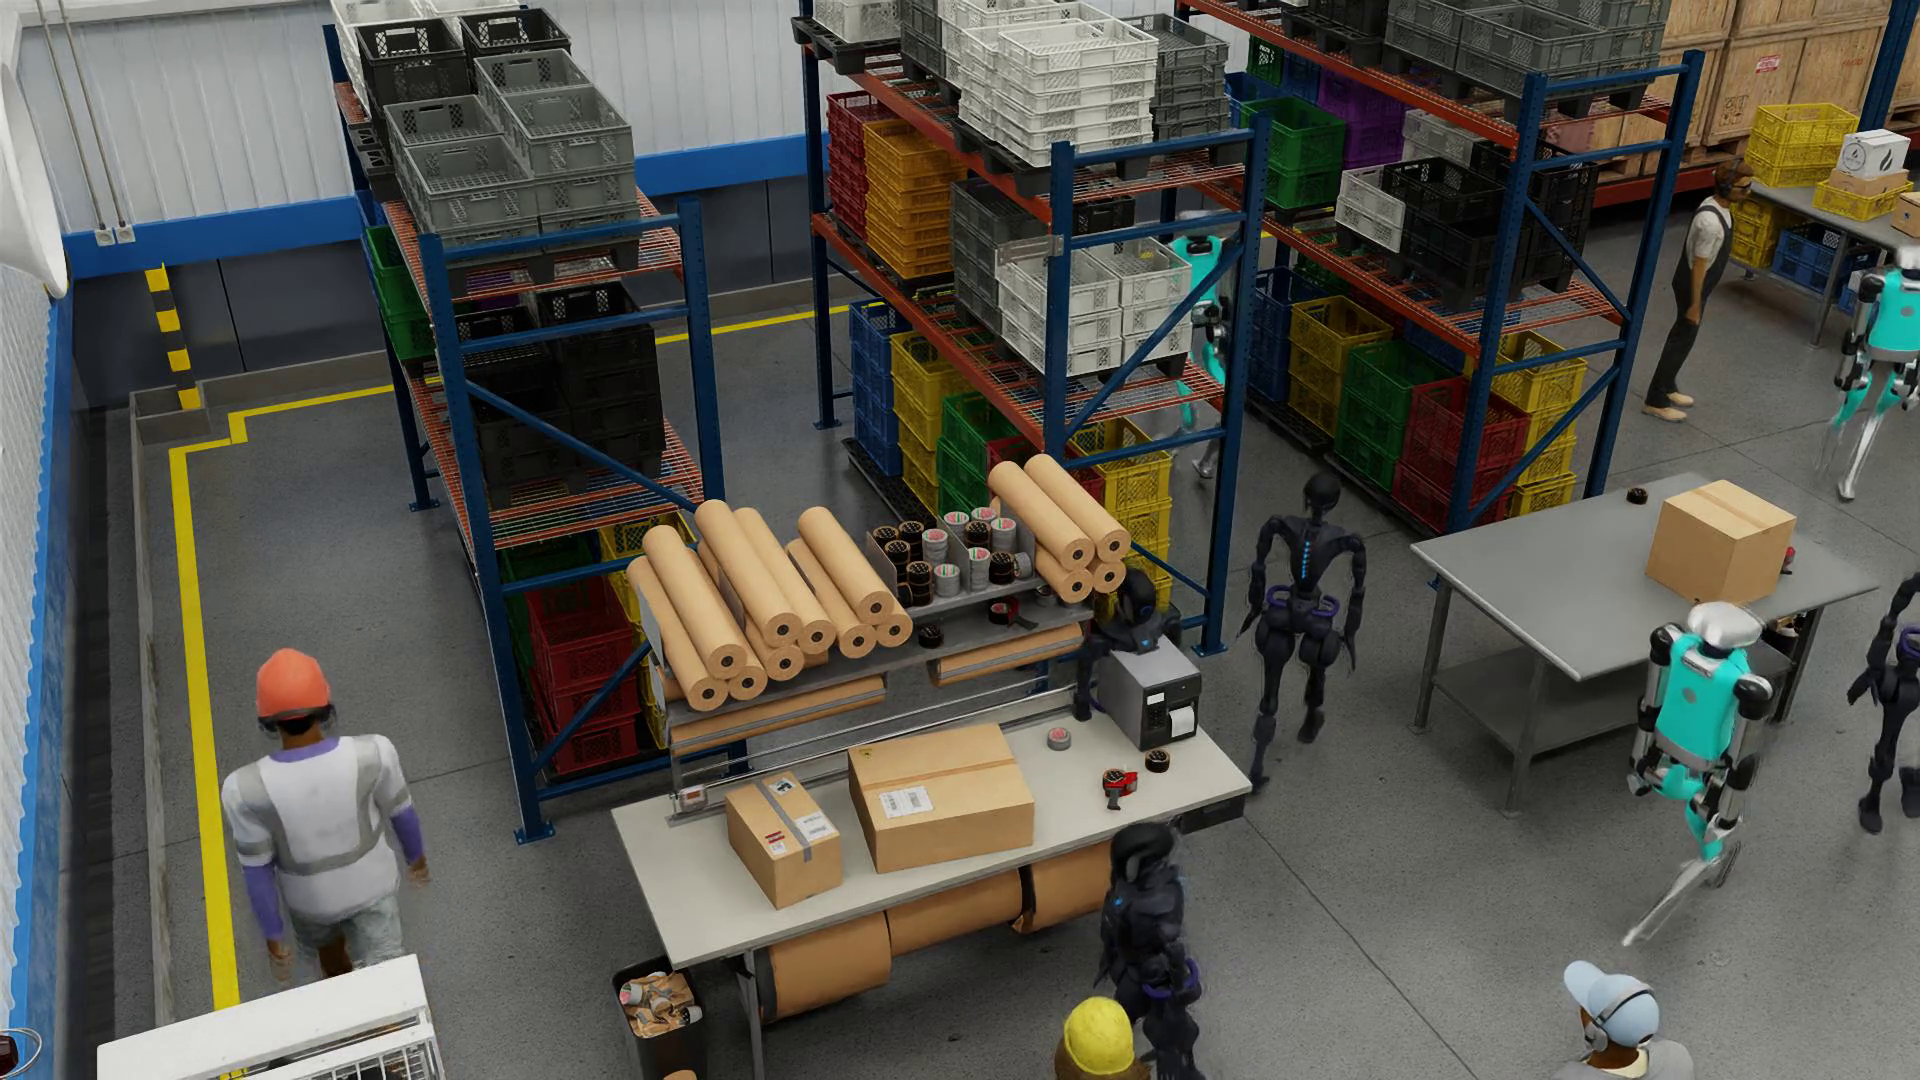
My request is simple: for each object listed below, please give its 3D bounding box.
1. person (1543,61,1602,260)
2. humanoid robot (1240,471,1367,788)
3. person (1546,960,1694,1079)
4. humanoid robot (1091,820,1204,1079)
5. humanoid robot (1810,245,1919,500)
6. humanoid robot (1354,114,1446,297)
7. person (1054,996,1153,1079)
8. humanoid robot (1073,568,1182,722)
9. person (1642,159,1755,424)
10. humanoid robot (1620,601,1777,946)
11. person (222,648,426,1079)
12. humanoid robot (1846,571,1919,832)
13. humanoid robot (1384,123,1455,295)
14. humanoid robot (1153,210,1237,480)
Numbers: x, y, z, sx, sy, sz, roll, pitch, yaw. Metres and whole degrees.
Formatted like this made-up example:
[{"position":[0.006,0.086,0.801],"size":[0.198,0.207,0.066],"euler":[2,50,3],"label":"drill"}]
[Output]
[{"position":[4.962,-3.103,13.591],"size":[0.524,1.761,0.335],"euler":[-17,35,-25],"label":"person"},{"position":[1.628,0.418,8.016],"size":[0.589,1.642,0.796],"euler":[13,34,20],"label":"humanoid robot"},{"position":[1.890,2.024,5.173],"size":[0.588,1.852,0.370],"euler":[-14,34,-21],"label":"person"},{"position":[0.743,1.624,6.035],"size":[0.724,1.638,0.601],"euler":[-12,34,-18],"label":"humanoid robot"},{"position":[5.652,-0.998,10.301],"size":[0.545,1.890,0.745],"euler":[10,33,15],"label":"humanoid robot"},{"position":[3.280,-2.436,12.522],"size":[0.533,1.760,0.763],"euler":[-21,37,-30],"label":"humanoid robot"},{"position":[0.406,2.080,5.185],"size":[0.492,1.742,0.300],"euler":[-7,32,-11],"label":"person"},{"position":[0.736,0.798,7.388],"size":[0.608,1.630,0.815],"euler":[-17,35,-25],"label":"humanoid robot"},{"position":[4.972,-1.676,11.204],"size":[0.337,1.836,0.500],"euler":[15,35,23],"label":"person"},{"position":[3.270,0.940,7.061],"size":[0.940,1.764,0.538],"euler":[-17,36,-26],"label":"humanoid robot"},{"position":[-2.363,1.229,6.329],"size":[0.627,1.985,1.047],"euler":[-13,34,-20],"label":"person"},{"position":[4.435,0.629,7.603],"size":[0.608,1.642,0.375],"euler":[13,34,20],"label":"humanoid robot"},{"position":[3.354,-1.969,11.877],"size":[0.549,1.885,0.782],"euler":[-10,33,-16],"label":"humanoid robot"},{"position":[1.513,-1.132,10.414],"size":[0.546,1.762,0.907],"euler":[-7,32,-11],"label":"humanoid robot"}]
